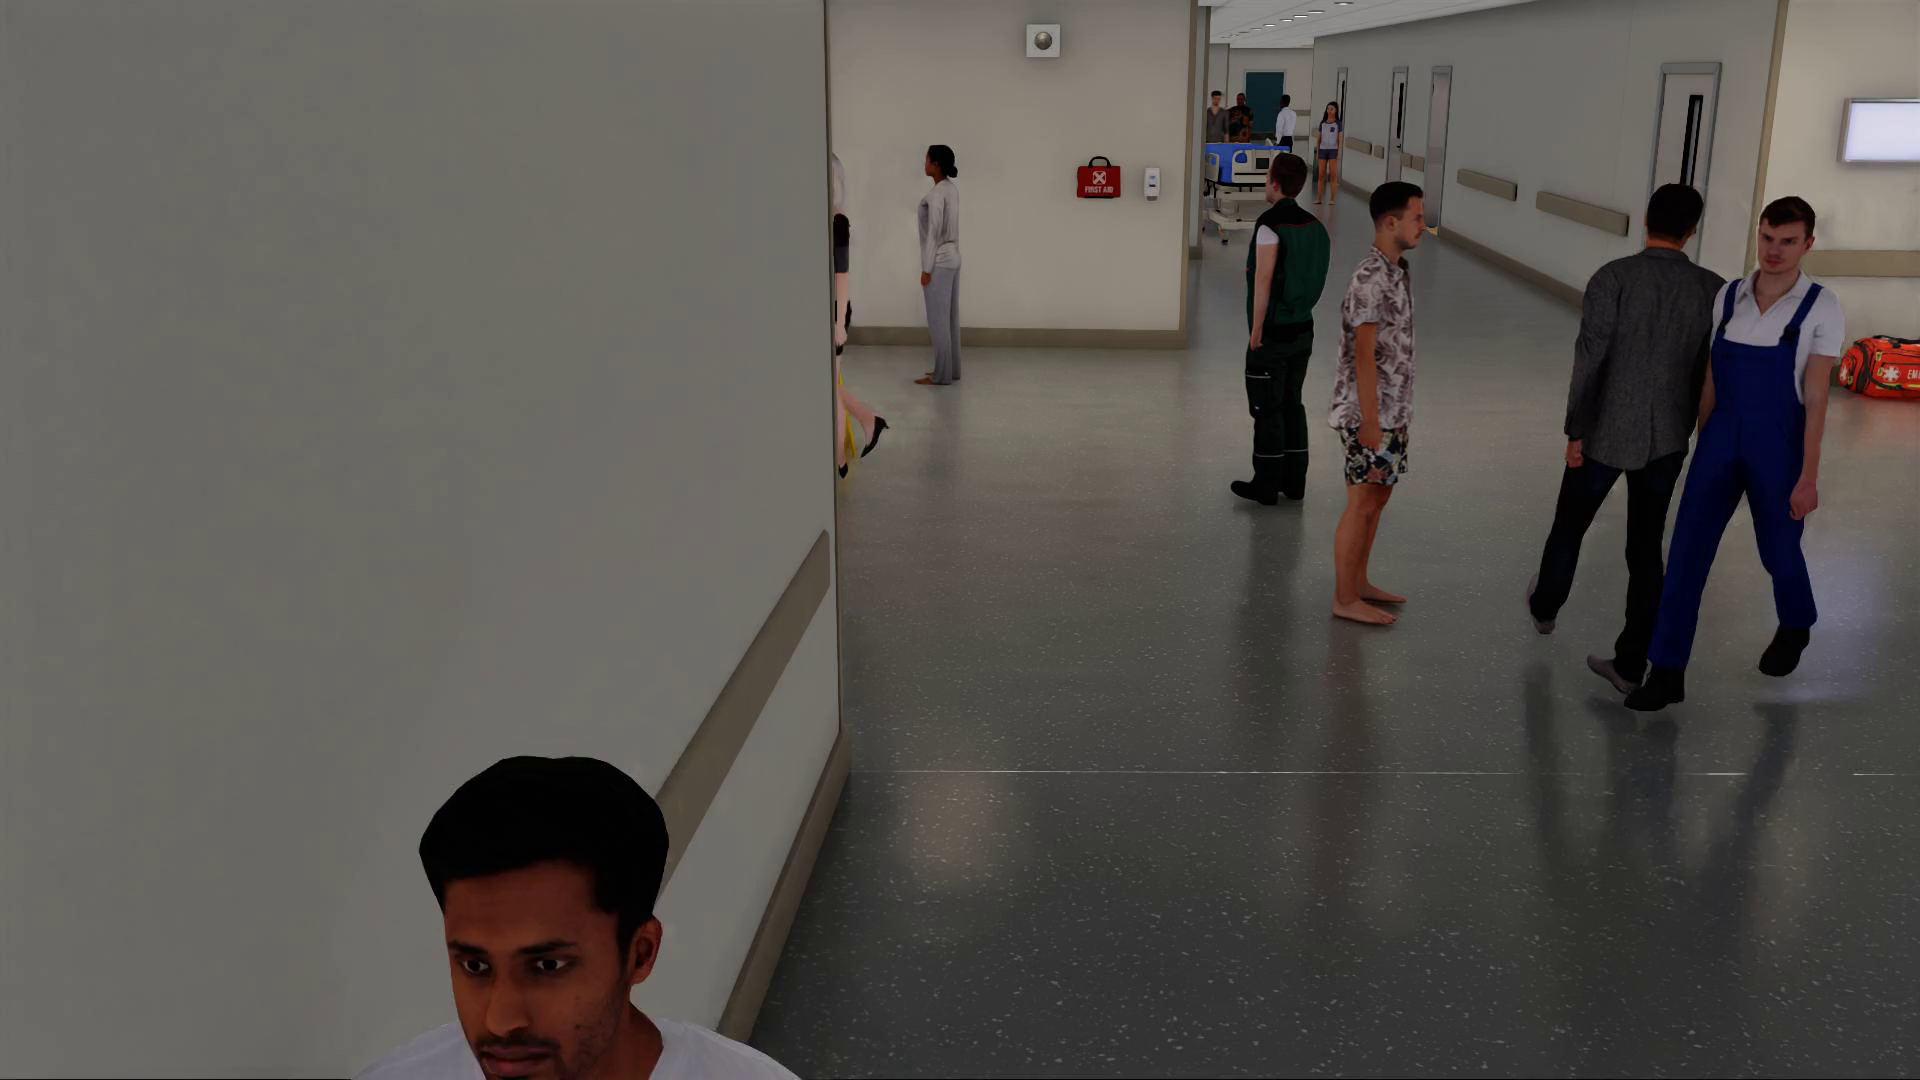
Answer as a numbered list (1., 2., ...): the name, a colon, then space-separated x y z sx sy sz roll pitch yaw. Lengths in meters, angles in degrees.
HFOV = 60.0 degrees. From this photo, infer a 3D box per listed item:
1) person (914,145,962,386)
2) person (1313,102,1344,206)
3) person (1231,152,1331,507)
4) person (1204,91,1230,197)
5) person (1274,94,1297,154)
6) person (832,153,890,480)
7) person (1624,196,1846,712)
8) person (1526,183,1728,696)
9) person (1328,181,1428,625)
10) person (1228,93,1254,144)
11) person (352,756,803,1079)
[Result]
1. person: -0.138 -2.030 12.255 0.598 1.737 0.676 4 16 15
2. person: 6.388 -6.694 28.804 0.586 1.733 0.716 9 18 28
3. person: 1.700 -1.117 8.815 0.724 1.842 0.772 -15 21 -42
4. person: 4.666 -7.260 30.549 1.146 1.875 0.832 3 16 9
5. person: 5.945 -7.228 30.509 0.712 1.836 0.751 -15 22 -42
6. person: -0.644 -1.222 9.238 0.873 1.817 0.781 -7 17 -24
7. person: 2.910 -0.286 5.961 1.296 1.794 1.253 -13 20 -39
8. person: 2.484 -0.323 6.056 1.062 1.815 0.813 0 16 -1
9. person: 1.719 -0.578 6.963 0.718 1.814 0.744 8 18 26
10. person: 5.590 -8.030 33.332 0.634 1.807 0.786 3 16 12
11. person: -0.310 0.986 1.618 0.987 1.702 0.727 1 16 2
